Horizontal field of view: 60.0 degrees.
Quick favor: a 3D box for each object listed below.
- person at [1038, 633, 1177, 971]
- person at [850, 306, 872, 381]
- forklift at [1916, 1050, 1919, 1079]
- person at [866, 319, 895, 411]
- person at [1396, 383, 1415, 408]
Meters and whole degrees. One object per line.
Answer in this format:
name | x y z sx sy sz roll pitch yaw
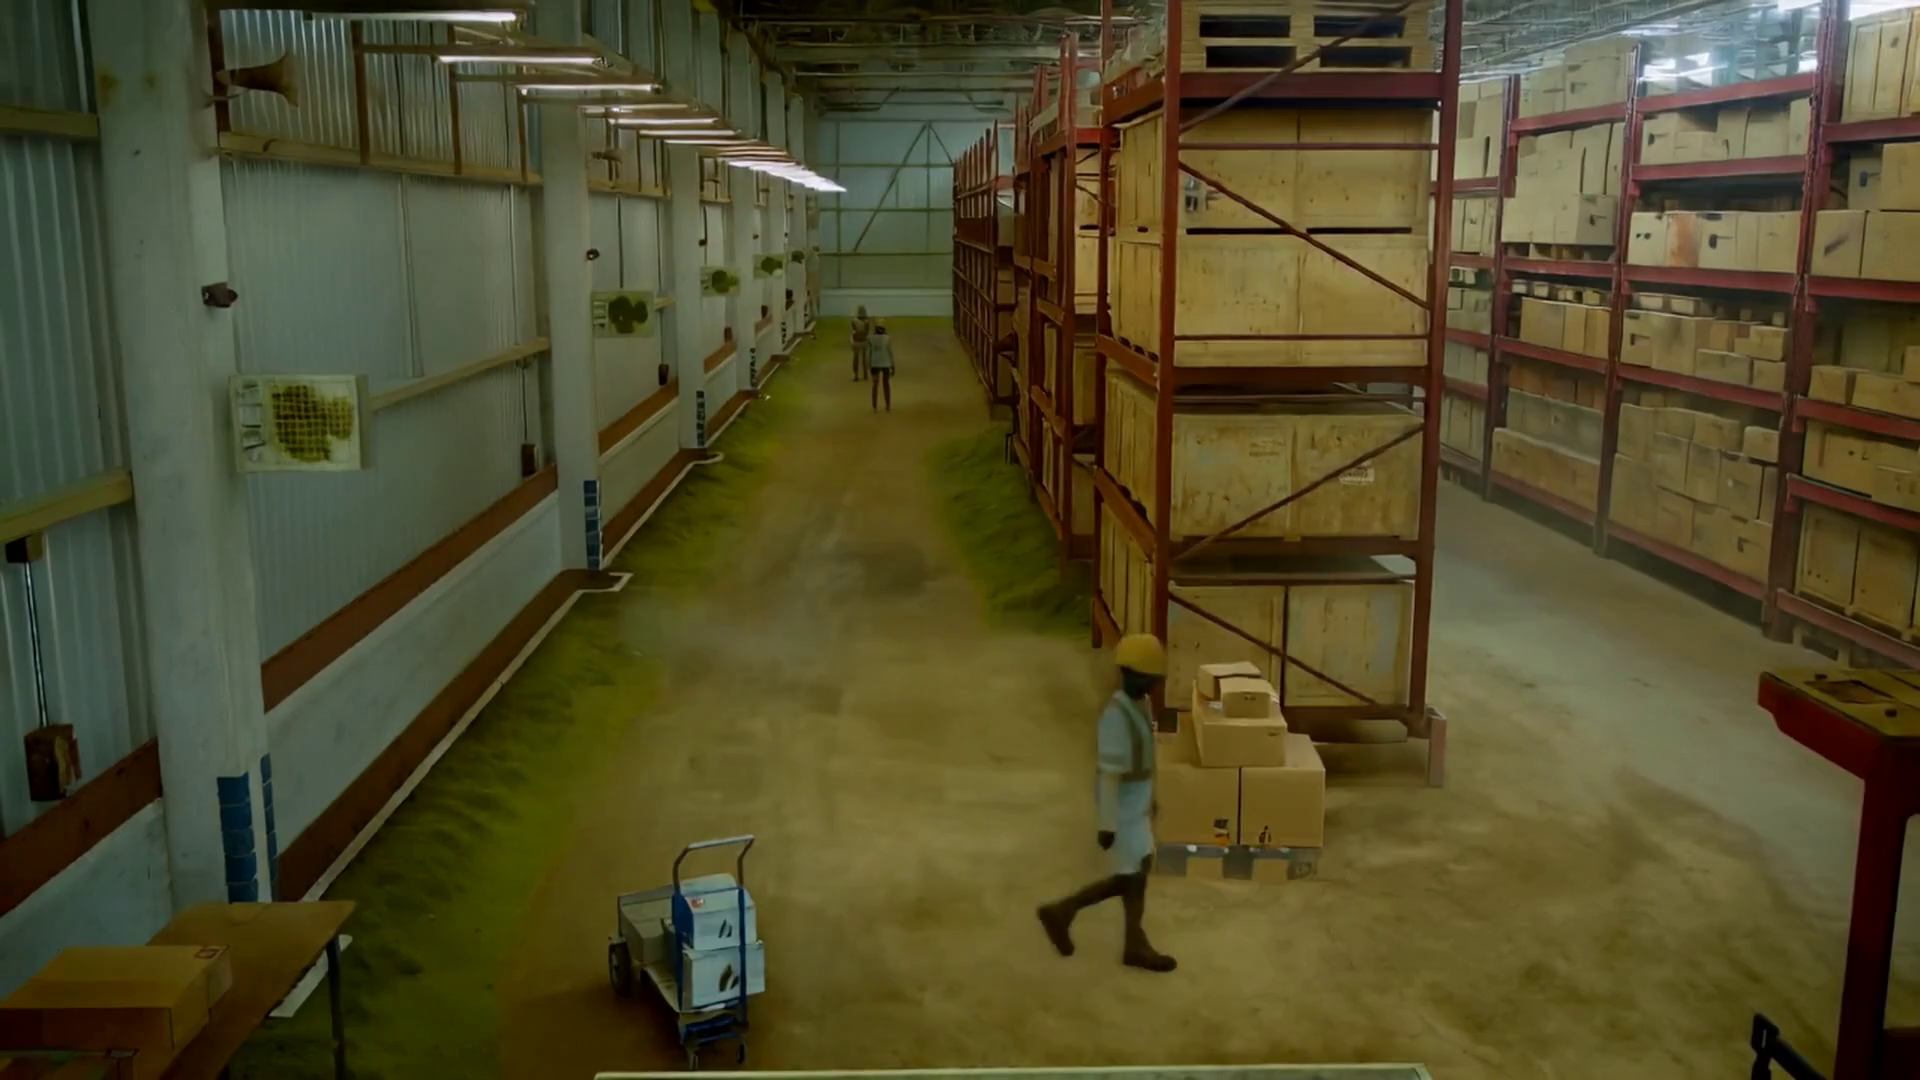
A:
person | 0.825 1.418 9.009 0.665 1.912 0.540 3 11 17
person | -2.535 -5.040 42.614 0.593 1.910 0.388 -5 12 -23
forklift | 3.158 1.773 4.627 1.129 2.768 1.873 0 11 -2
person | -1.693 -3.750 35.702 0.618 1.986 0.409 -3 11 -15
person | 8.857 -3.111 32.772 1.071 1.834 0.654 4 12 22
